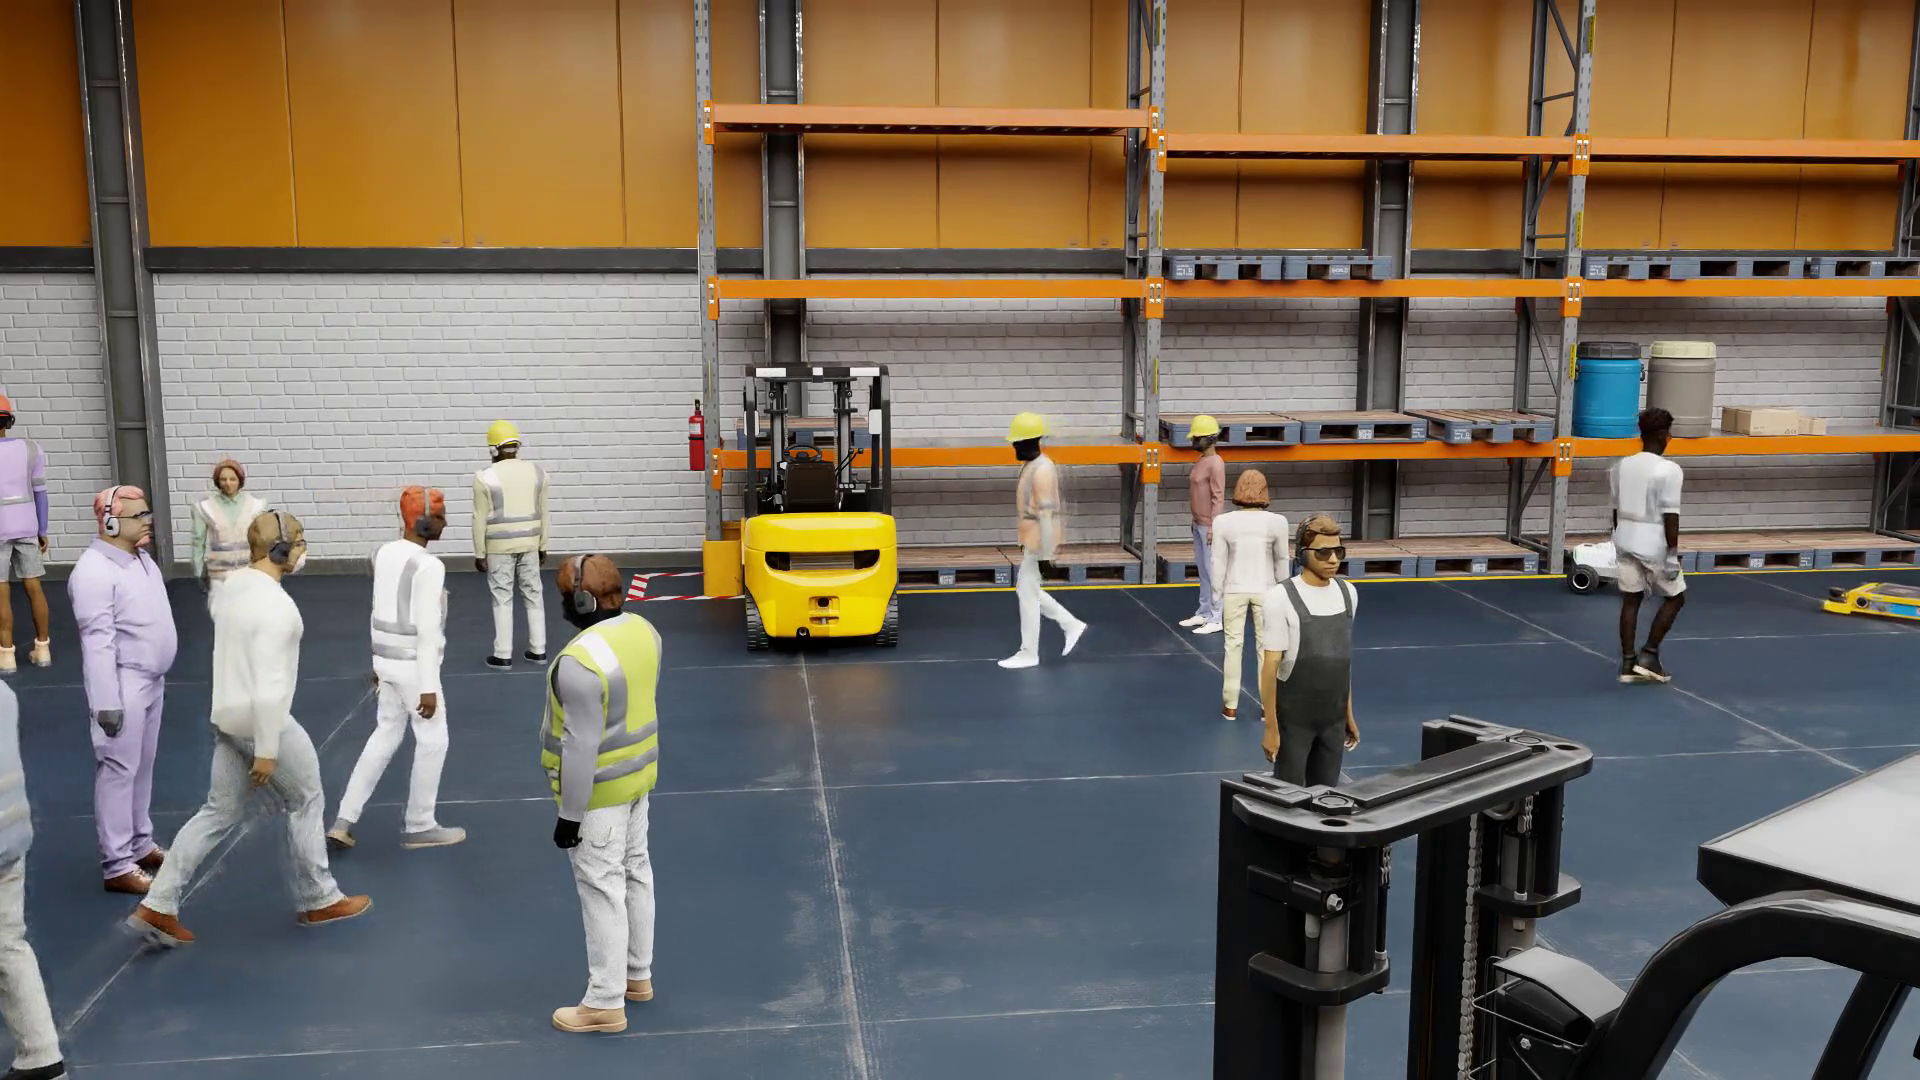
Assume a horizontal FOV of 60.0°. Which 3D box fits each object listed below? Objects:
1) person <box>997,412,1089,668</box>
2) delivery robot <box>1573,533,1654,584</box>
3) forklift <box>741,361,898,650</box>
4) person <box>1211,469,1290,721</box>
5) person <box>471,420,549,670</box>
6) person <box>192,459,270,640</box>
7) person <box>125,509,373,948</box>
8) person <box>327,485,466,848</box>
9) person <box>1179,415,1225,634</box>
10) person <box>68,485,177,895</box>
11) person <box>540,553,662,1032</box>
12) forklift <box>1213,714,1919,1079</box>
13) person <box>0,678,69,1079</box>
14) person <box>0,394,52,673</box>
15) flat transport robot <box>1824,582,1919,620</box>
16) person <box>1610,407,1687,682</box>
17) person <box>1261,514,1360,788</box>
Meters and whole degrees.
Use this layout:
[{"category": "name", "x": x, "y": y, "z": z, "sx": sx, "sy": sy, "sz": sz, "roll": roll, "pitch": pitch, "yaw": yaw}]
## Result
[{"category": "person", "x": 0.599, "y": 0.008, "z": 12.099, "sx": 0.581, "sy": 1.902, "sz": 0.607, "roll": 0, "pitch": 9, "yaw": -3}, {"category": "delivery robot", "x": 5.906, "y": 0.178, "z": 14.940, "sx": 0.707, "sy": 0.478, "sz": 0.477, "roll": 7, "pitch": 11, "yaw": 36}, {"category": "forklift", "x": -1.154, "y": -0.340, "z": 13.365, "sx": 1.214, "sy": 2.155, "sz": 2.313, "roll": -1, "pitch": 9, "yaw": -7}, {"category": "person", "x": 1.870, "y": 0.359, "z": 10.743, "sx": 0.497, "sy": 1.634, "sz": 0.279, "roll": 2, "pitch": 9, "yaw": 12}, {"category": "person", "x": -3.297, "y": 0.035, "z": 12.191, "sx": 0.591, "sy": 1.826, "sz": 0.404, "roll": -8, "pitch": 12, "yaw": -40}, {"category": "person", "x": -5.093, "y": 0.224, "z": 11.667, "sx": 0.523, "sy": 1.617, "sz": 0.706, "roll": -4, "pitch": 10, "yaw": -25}, {"category": "person", "x": -3.105, "y": 0.819, "z": 7.137, "sx": 0.973, "sy": 1.897, "sz": 0.626, "roll": -9, "pitch": 12, "yaw": -43}, {"category": "person", "x": -2.815, "y": 0.656, "z": 8.227, "sx": 0.615, "sy": 1.859, "sz": 0.627, "roll": 9, "pitch": 13, "yaw": 43}, {"category": "person", "x": 1.967, "y": -0.128, "z": 13.380, "sx": 0.316, "sy": 1.767, "sz": 0.522, "roll": -2, "pitch": 9, "yaw": -9}, {"category": "person", "x": -3.889, "y": 0.690, "z": 7.836, "sx": 0.399, "sy": 1.908, "sz": 0.643, "roll": -1, "pitch": 9, "yaw": -7}, {"category": "person", "x": -1.381, "y": 0.958, "z": 6.379, "sx": 0.429, "sy": 1.840, "sz": 0.624, "roll": 2, "pitch": 9, "yaw": 14}, {"category": "forklift", "x": 1.441, "y": 1.425, "z": 2.350, "sx": 1.214, "sy": 2.155, "sz": 2.313, "roll": -7, "pitch": 12, "yaw": -39}, {"category": "person", "x": -3.539, "y": 1.084, "z": 5.774, "sx": 0.792, "sy": 1.777, "sz": 0.669, "roll": 0, "pitch": 9, "yaw": 0}, {"category": "person", "x": -6.928, "y": -0.056, "z": 12.060, "sx": 0.385, "sy": 2.045, "sz": 0.605, "roll": 7, "pitch": 11, "yaw": 36}, {"category": "flat transport robot", "x": 8.060, "y": 0.546, "z": 13.817, "sx": 0.652, "sy": 0.197, "sz": 1.431, "roll": -9, "pitch": 13, "yaw": -43}, {"category": "person", "x": 4.849, "y": 0.044, "z": 11.697, "sx": 0.457, "sy": 1.953, "sz": 0.645, "roll": -4, "pitch": 10, "yaw": -24}, {"category": "person", "x": 1.555, "y": 0.795, "z": 7.365, "sx": 0.520, "sy": 1.844, "sz": 0.330, "roll": -5, "pitch": 10, "yaw": -29}]
